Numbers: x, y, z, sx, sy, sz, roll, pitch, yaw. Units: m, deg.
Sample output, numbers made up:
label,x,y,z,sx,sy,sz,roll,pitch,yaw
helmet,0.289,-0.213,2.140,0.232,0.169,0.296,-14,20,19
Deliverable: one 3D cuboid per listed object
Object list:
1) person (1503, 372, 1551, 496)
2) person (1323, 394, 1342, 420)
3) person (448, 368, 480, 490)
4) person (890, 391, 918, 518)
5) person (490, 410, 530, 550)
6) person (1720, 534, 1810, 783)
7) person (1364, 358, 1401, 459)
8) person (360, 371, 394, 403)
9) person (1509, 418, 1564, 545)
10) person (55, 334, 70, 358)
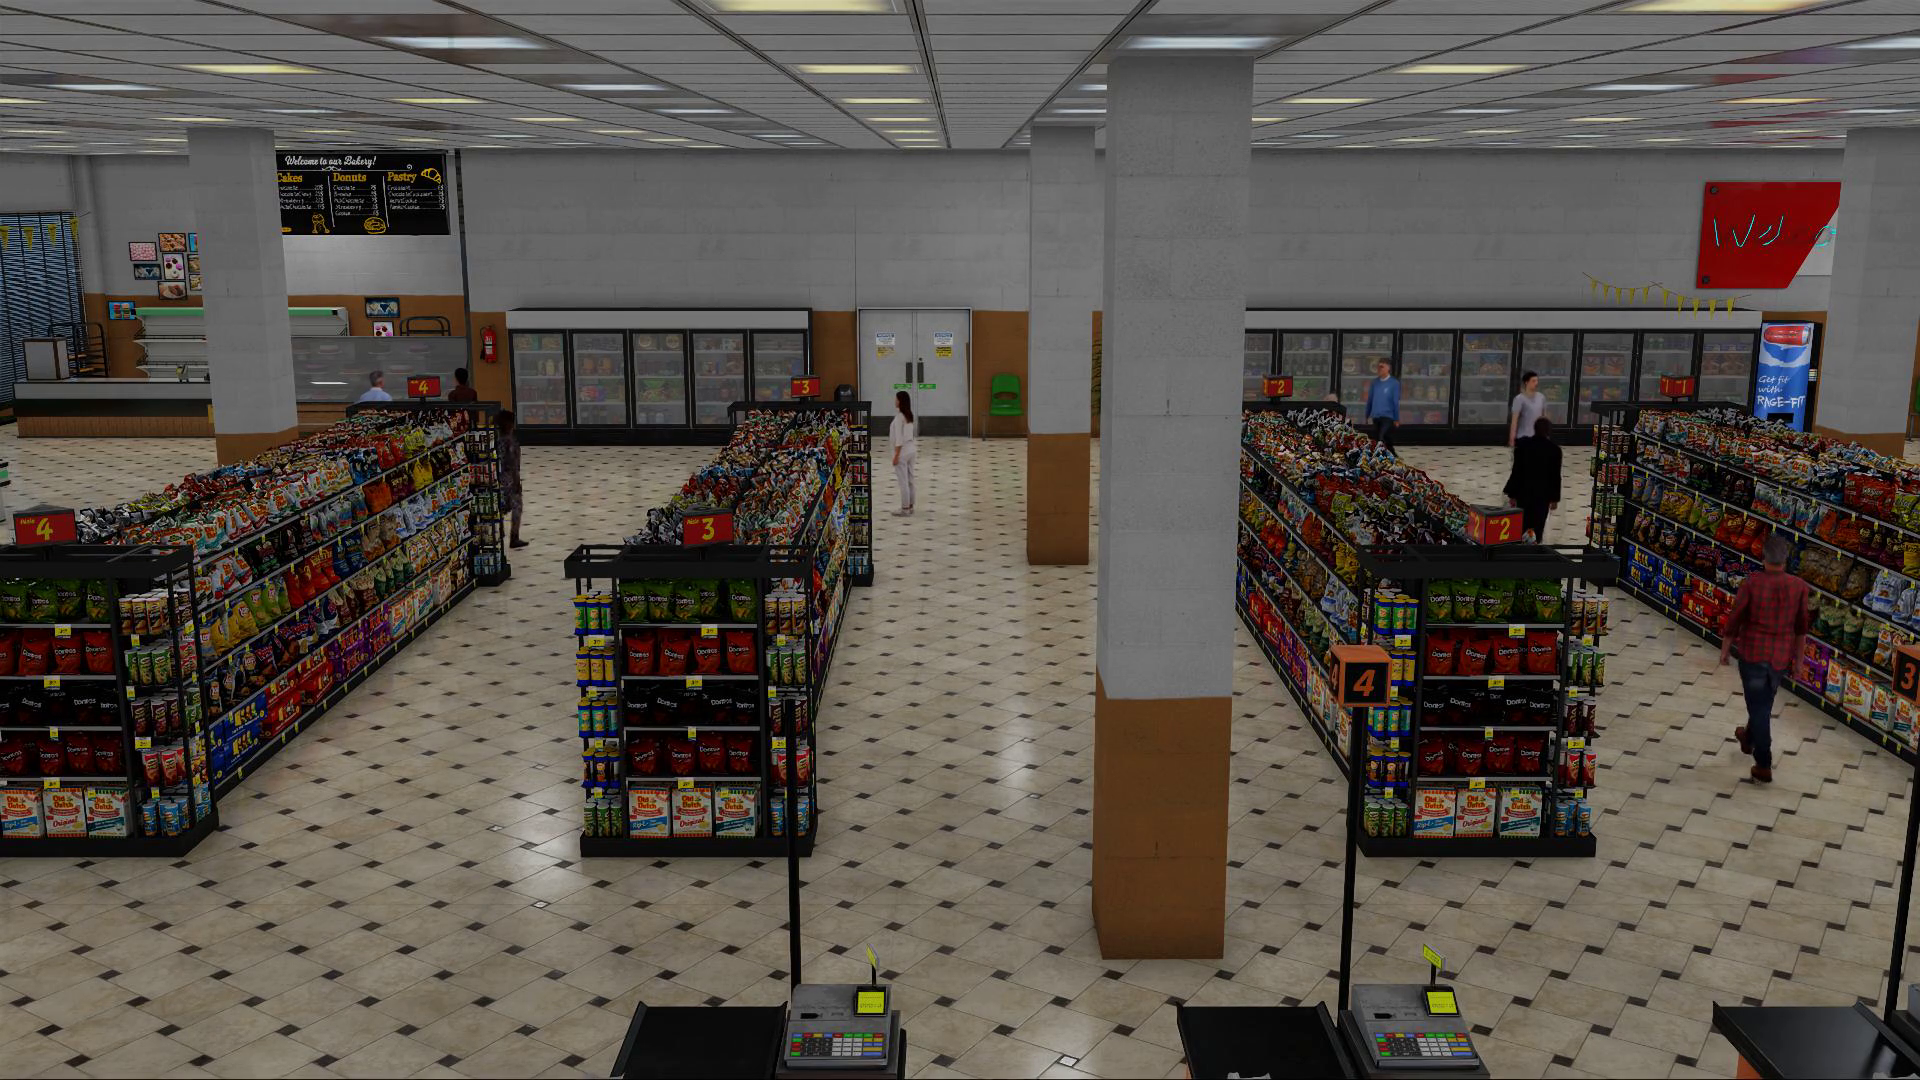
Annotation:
label,x,y,z,sx,sy,sz,roll,pitch,yaw
person,7.850,-1.401,23.115,1.021,1.828,1.280,-6,13,-25
person,4.912,-1.101,22.060,0.951,1.675,0.917,-7,14,-29
person,-7.232,-1.624,24.292,0.760,1.779,0.692,11,16,42
person,-0.747,-1.164,22.330,0.735,1.686,0.614,5,13,24
person,-5.551,-0.716,20.154,0.912,1.706,0.859,-11,16,-42
person,5.967,0.904,12.281,0.797,1.780,1.209,1,12,6
person,6.553,-1.881,25.526,1.198,1.773,1.198,-10,15,-39
person,-8.195,-1.479,23.488,0.741,1.825,0.653,3,12,15
person,6.456,-0.454,18.729,1.077,1.781,1.273,6,13,27
person,-16.390,-2.893,30.407,0.682,1.742,0.511,-2,12,-11
